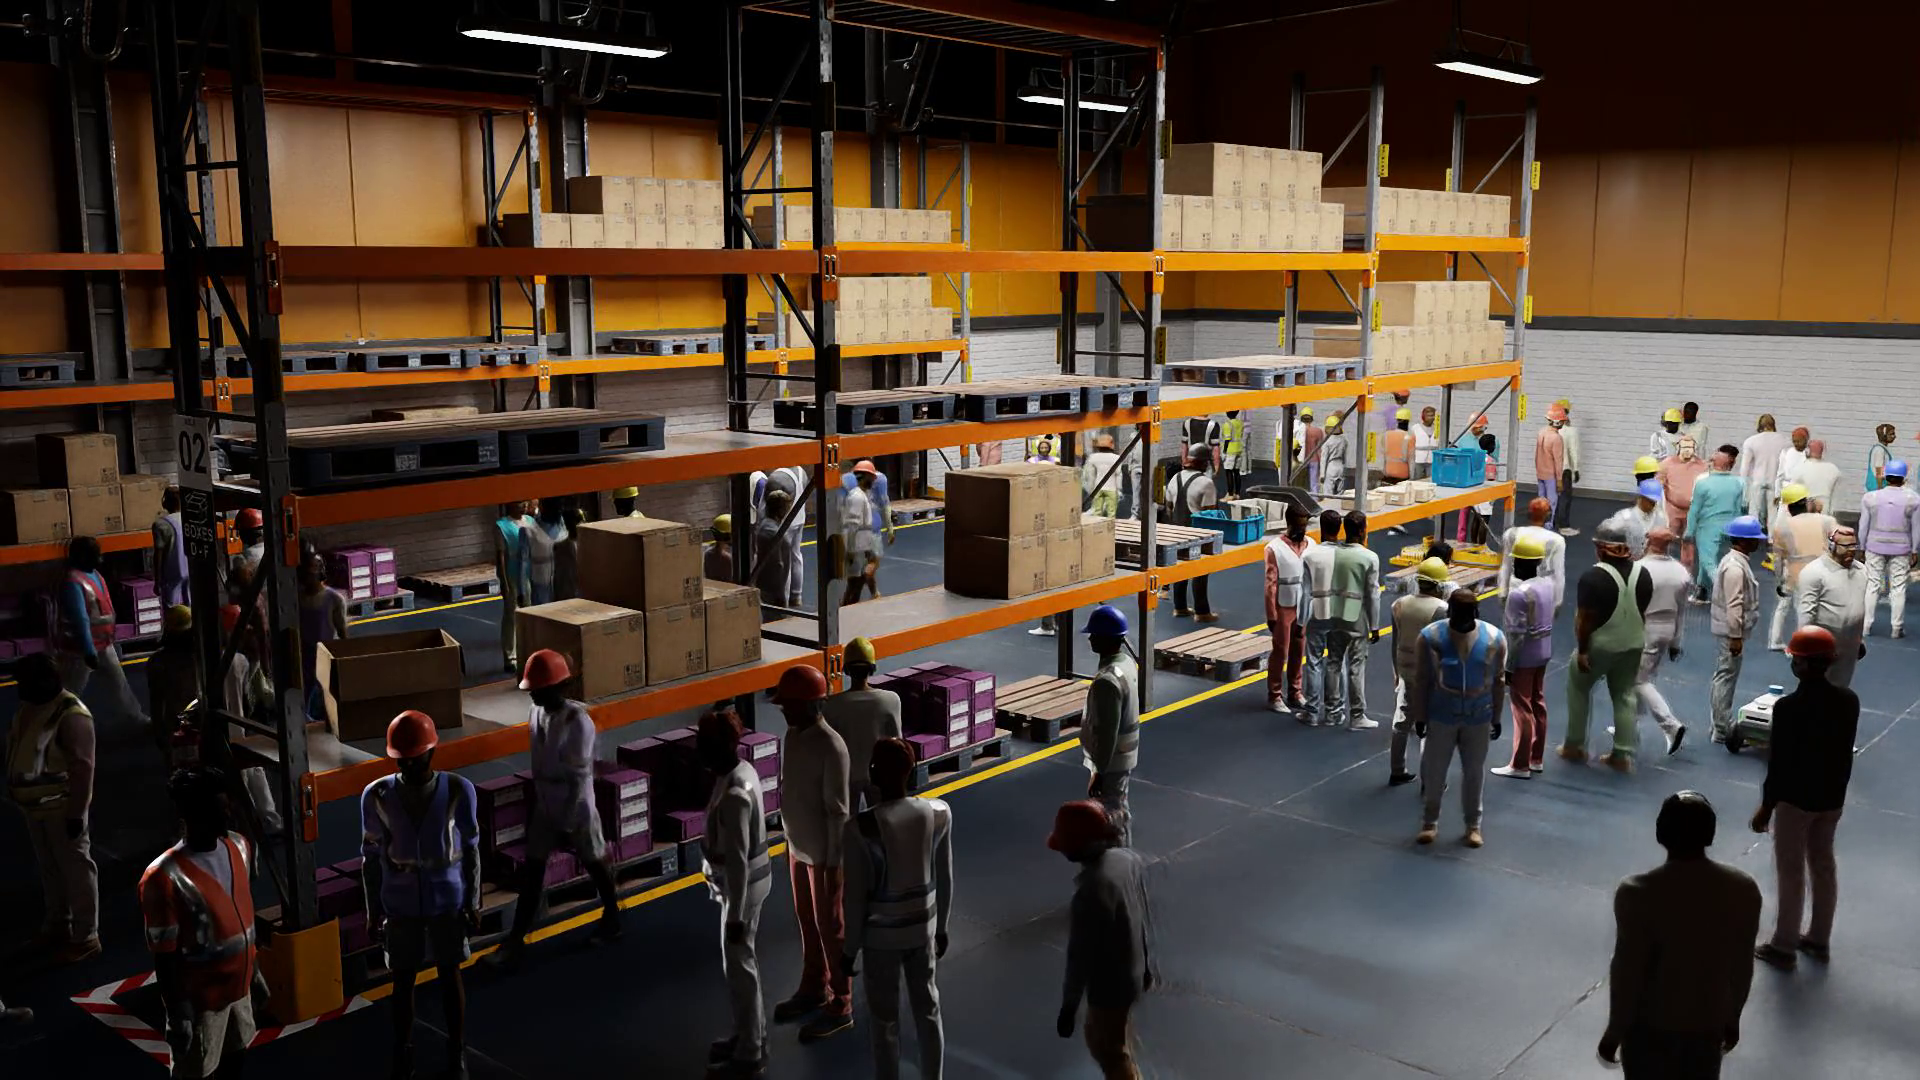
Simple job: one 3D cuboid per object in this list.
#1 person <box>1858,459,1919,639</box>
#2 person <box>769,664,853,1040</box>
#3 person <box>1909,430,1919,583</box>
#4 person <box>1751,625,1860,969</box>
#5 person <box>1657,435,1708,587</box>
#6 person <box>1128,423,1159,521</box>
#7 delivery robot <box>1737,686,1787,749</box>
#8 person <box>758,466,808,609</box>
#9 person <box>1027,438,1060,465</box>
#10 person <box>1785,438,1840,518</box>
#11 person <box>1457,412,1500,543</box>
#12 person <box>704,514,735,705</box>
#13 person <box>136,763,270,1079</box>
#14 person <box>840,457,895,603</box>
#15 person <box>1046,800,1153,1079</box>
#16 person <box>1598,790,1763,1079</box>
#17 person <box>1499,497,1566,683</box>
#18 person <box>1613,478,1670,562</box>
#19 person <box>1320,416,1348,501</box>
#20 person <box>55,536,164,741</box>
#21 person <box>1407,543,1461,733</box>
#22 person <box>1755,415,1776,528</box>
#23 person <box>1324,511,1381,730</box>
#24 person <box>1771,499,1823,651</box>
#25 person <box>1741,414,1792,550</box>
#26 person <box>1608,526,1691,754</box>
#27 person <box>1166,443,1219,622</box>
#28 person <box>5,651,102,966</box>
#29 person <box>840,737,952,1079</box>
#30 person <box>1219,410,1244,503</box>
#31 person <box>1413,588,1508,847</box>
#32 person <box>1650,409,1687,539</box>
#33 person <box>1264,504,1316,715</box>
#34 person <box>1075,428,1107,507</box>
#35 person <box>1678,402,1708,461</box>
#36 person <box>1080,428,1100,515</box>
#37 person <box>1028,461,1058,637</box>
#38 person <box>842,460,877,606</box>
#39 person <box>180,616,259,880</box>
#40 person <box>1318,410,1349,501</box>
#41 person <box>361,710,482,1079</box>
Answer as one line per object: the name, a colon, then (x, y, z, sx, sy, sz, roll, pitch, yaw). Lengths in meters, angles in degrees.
person: (10.042, 0.097, 17.983, 0.605, 1.948, 0.391, 6, 11, 31)
person: (-0.791, 1.621, 8.785, 0.408, 1.986, 0.618, -6, 11, -31)
person: (12.300, -0.471, 21.151, 0.420, 2.031, 0.605, 1, 10, 8)
person: (4.874, 1.476, 9.611, 0.620, 1.993, 0.394, -4, 10, -21)
person: (9.053, -0.361, 20.844, 0.652, 1.906, 0.403, 2, 10, 11)
person: (2.827, -1.112, 25.810, 0.493, 1.743, 0.300, 6, 11, 31)
delivery robot: (6.747, 1.450, 13.776, 0.707, 0.478, 0.477, -9, 13, -42)
person: (-2.095, -0.190, 19.419, 0.538, 2.000, 0.683, 4, 10, 23)
person: (1.161, -0.594, 23.031, 0.523, 1.638, 0.310, -1, 10, -5)
person: (10.522, -0.316, 20.621, 0.666, 1.892, 0.450, -2, 10, -9)
person: (7.192, -0.801, 23.229, 0.609, 1.986, 0.391, 6, 11, 31)
person: (-2.181, 0.635, 15.347, 0.360, 1.756, 0.525, -7, 12, -34)
person: (-3.195, 1.908, 7.116, 0.367, 1.966, 0.607, 2, 10, 11)
person: (-1.128, -0.134, 19.210, 0.669, 1.998, 0.832, 5, 11, 28)
person: (0.643, 1.976, 7.467, 0.516, 1.705, 0.588, 3, 10, 19)
person: (2.942, 1.971, 6.832, 0.634, 1.939, 0.357, -2, 10, -10)
person: (5.398, 0.519, 15.682, 0.605, 1.869, 0.420, 7, 12, 35)
person: (6.844, 0.289, 16.925, 0.621, 1.931, 0.656, -1, 10, -6)
person: (5.650, -1.013, 25.246, 0.485, 1.737, 0.321, -5, 11, -28)
person: (-7.123, 0.864, 13.826, 0.938, 1.800, 0.657, -2, 10, -9)
person: (4.110, 0.838, 14.414, 0.546, 1.645, 0.855, 9, 13, 44)
person: (12.290, -1.051, 25.473, 0.321, 1.737, 0.485, 9, 13, 42)
person: (3.384, 0.697, 14.487, 0.395, 1.920, 0.587, -8, 13, -41)
person: (8.860, 0.376, 17.310, 0.807, 1.599, 0.541, -2, 10, -9)
person: (11.379, -0.817, 23.515, 0.646, 1.927, 0.380, 2, 10, 14)
person: (5.793, 0.825, 13.866, 0.648, 1.874, 0.834, -4, 10, -21)
person: (2.699, -0.102, 18.896, 0.535, 2.000, 0.684, -7, 12, -34)
person: (-5.278, 1.546, 9.669, 0.619, 1.838, 0.430, 7, 12, 34)
person: (-0.297, 1.841, 7.769, 0.575, 1.881, 0.356, -6, 11, -31)
person: (4.589, -1.472, 28.101, 0.315, 1.696, 0.541, 8, 12, 39)
person: (3.474, 1.228, 11.600, 0.626, 1.833, 0.429, 2, 10, 10)
person: (10.383, -0.965, 24.381, 0.586, 1.928, 0.364, -2, 10, -13)
person: (2.975, 0.614, 15.025, 0.599, 1.909, 0.402, -7, 12, -34)
person: (2.127, -1.399, 27.093, 0.601, 1.880, 0.964, 9, 13, 44)
person: (11.341, -1.191, 25.804, 0.391, 1.911, 0.584, -3, 10, -19)
person: (2.057, -1.291, 26.556, 0.415, 1.847, 0.565, -1, 10, -6)
person: (0.951, 0.093, 18.097, 0.392, 1.917, 0.589, 8, 12, 39)
person: (-1.117, 0.092, 18.225, 0.404, 1.892, 0.712, 0, 10, 0)
person: (-4.809, 1.362, 10.768, 0.357, 1.842, 0.521, 4, 10, 22)
person: (6.224, -1.355, 27.668, 0.385, 1.610, 0.508, -6, 11, -32)
person: (-2.607, 1.762, 8.078, 0.551, 1.934, 0.373, -2, 10, -12)
